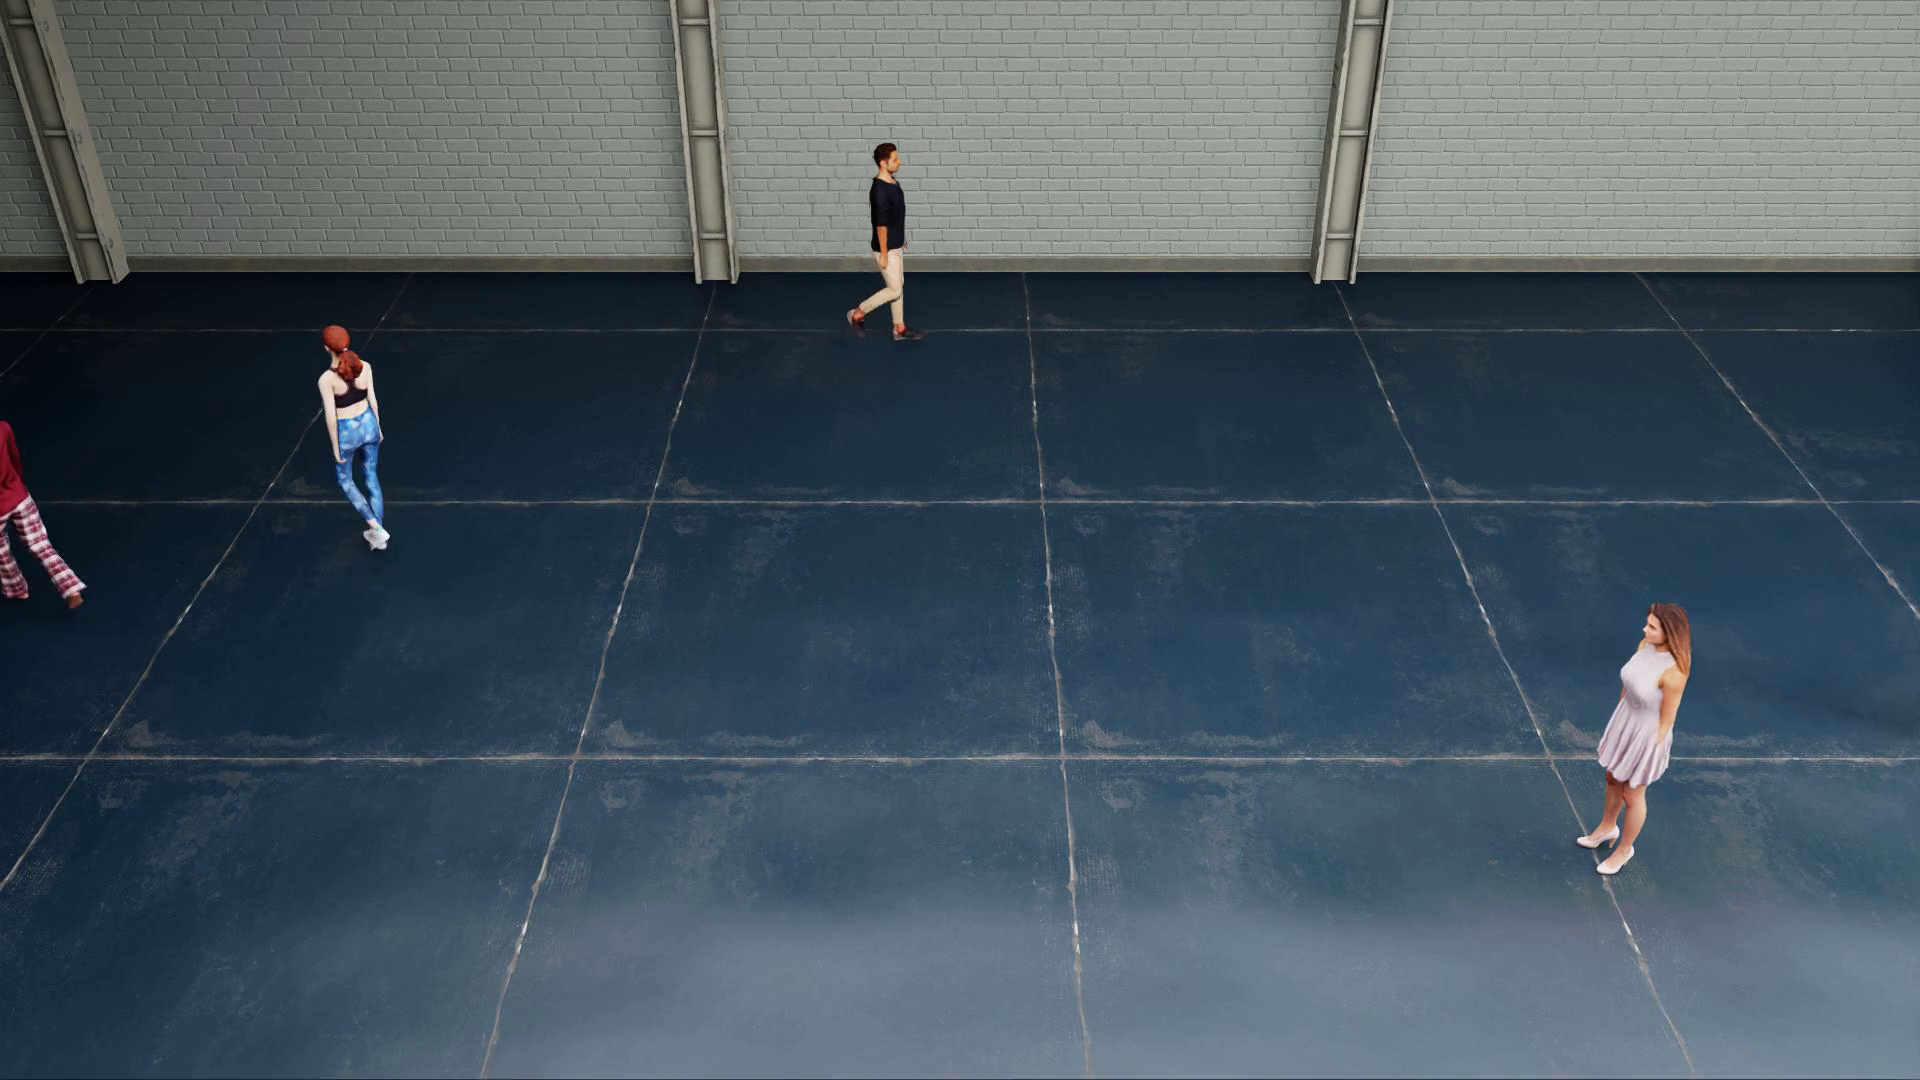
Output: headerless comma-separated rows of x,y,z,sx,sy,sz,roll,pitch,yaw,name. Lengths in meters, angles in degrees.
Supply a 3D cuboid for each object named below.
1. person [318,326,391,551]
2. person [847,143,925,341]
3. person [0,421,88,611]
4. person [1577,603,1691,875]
-4.188,-0.664,11.680,0.797,1.775,0.855,-28,43,-36,person
-0.694,-2.576,14.556,0.932,1.845,0.719,4,33,5,person
-6.325,-0.226,11.106,1.111,1.668,0.948,19,38,27,person
3.672,1.079,9.008,0.613,1.768,0.595,-5,33,-7,person
